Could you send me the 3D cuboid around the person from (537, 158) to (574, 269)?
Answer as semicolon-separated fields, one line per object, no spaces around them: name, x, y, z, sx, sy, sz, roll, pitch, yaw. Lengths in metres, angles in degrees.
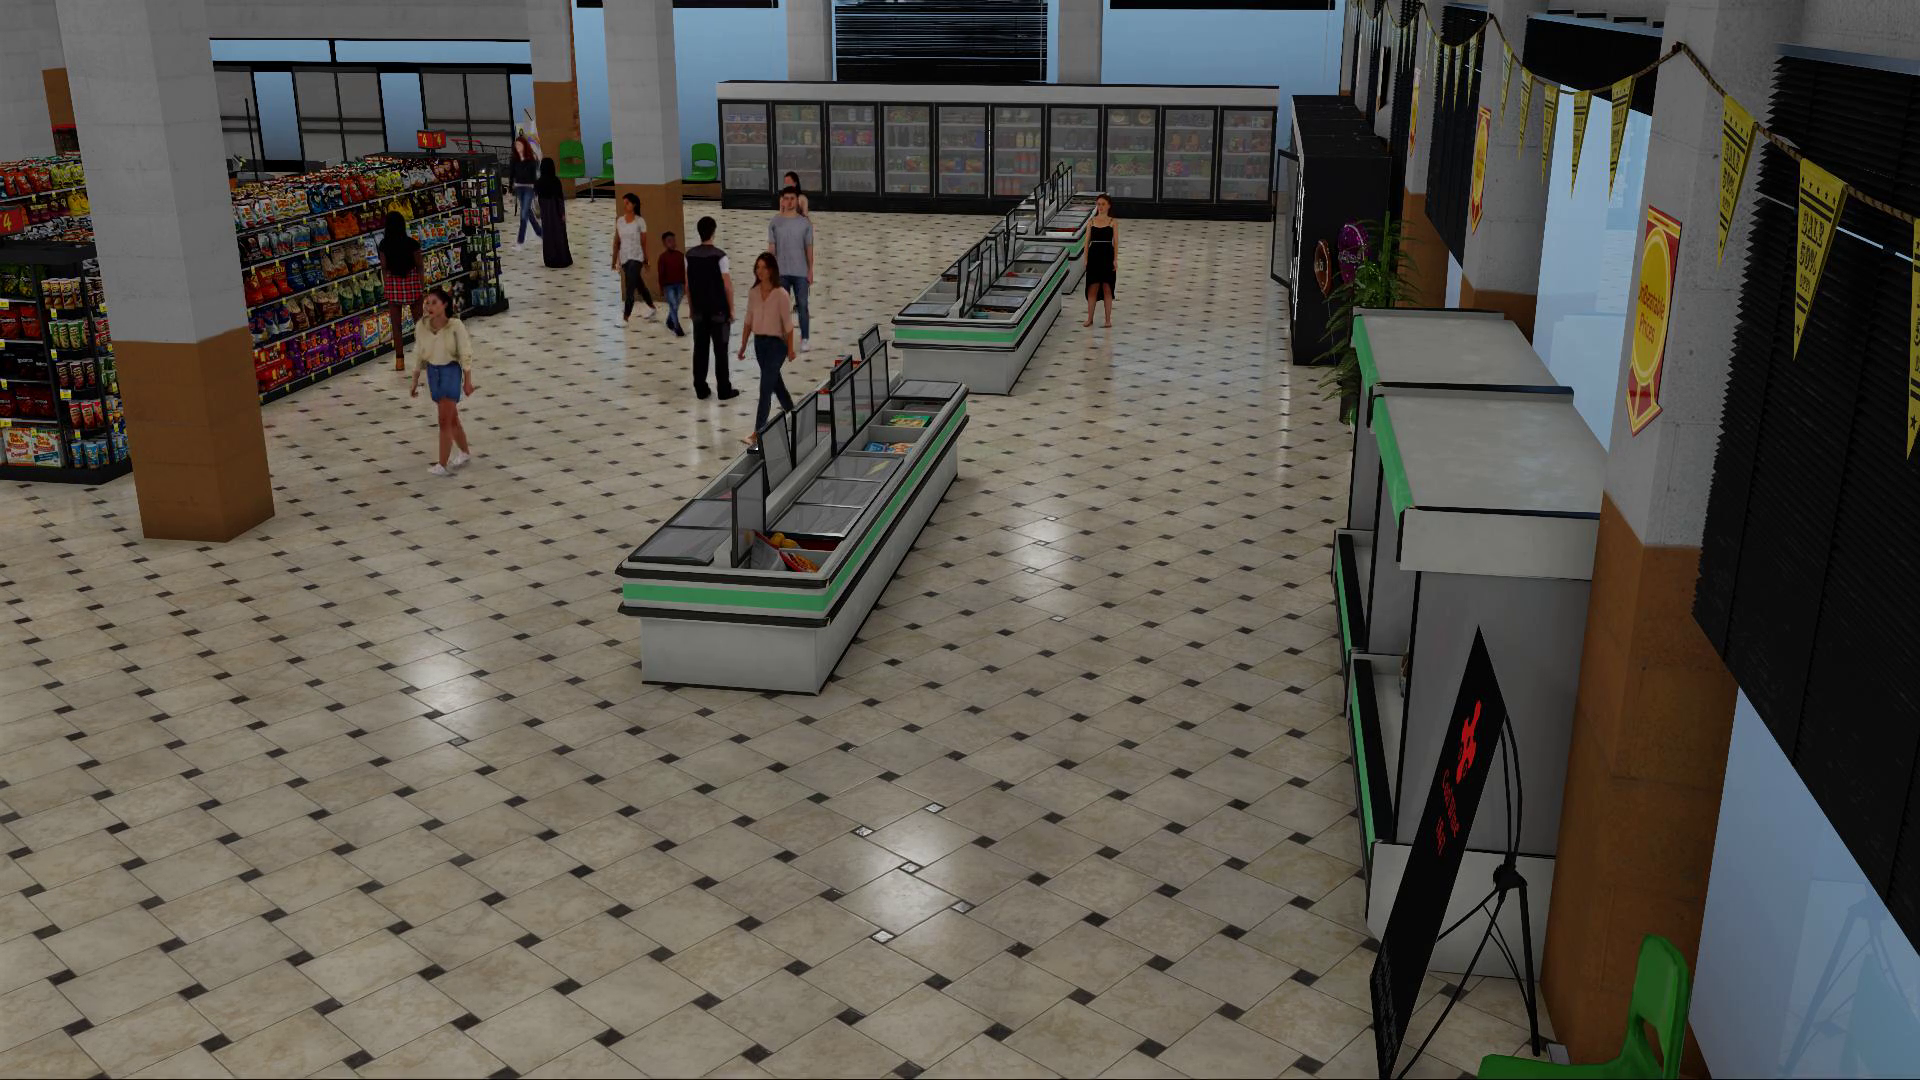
person;-6.085;-4.889;24.815;0.672;1.615;0.684;10;21;27

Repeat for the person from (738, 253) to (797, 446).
person;-1.692;-1.738;15.286;0.925;1.731;1.235;12;22;32

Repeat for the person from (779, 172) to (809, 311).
person;-2.110;-3.886;21.605;0.718;1.765;0.751;7;20;19

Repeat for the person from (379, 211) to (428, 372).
person;-6.108;-2.741;18.268;0.699;1.727;0.716;-4;19;-11

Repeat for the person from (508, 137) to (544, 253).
person;-6.803;-5.415;26.189;0.685;1.734;1.270;5;19;15

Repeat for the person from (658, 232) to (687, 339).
person;-3.482;-3.089;20.064;0.845;1.239;0.901;-13;23;-34

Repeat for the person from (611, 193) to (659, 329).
person;-3.998;-3.449;20.569;0.845;1.599;1.193;10;21;28

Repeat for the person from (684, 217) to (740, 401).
person;-2.547;-2.354;16.932;0.681;1.848;0.602;5;19;15

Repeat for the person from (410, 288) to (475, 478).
person;-4.427;-1.380;14.437;0.732;1.597;1.035;6;20;18

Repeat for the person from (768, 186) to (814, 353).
person;-1.938;-3.114;19.127;0.717;1.885;0.638;0;19;0

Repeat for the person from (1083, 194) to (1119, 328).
person;1.754;-3.454;20.544;0.577;1.624;0.560;4;19;12
